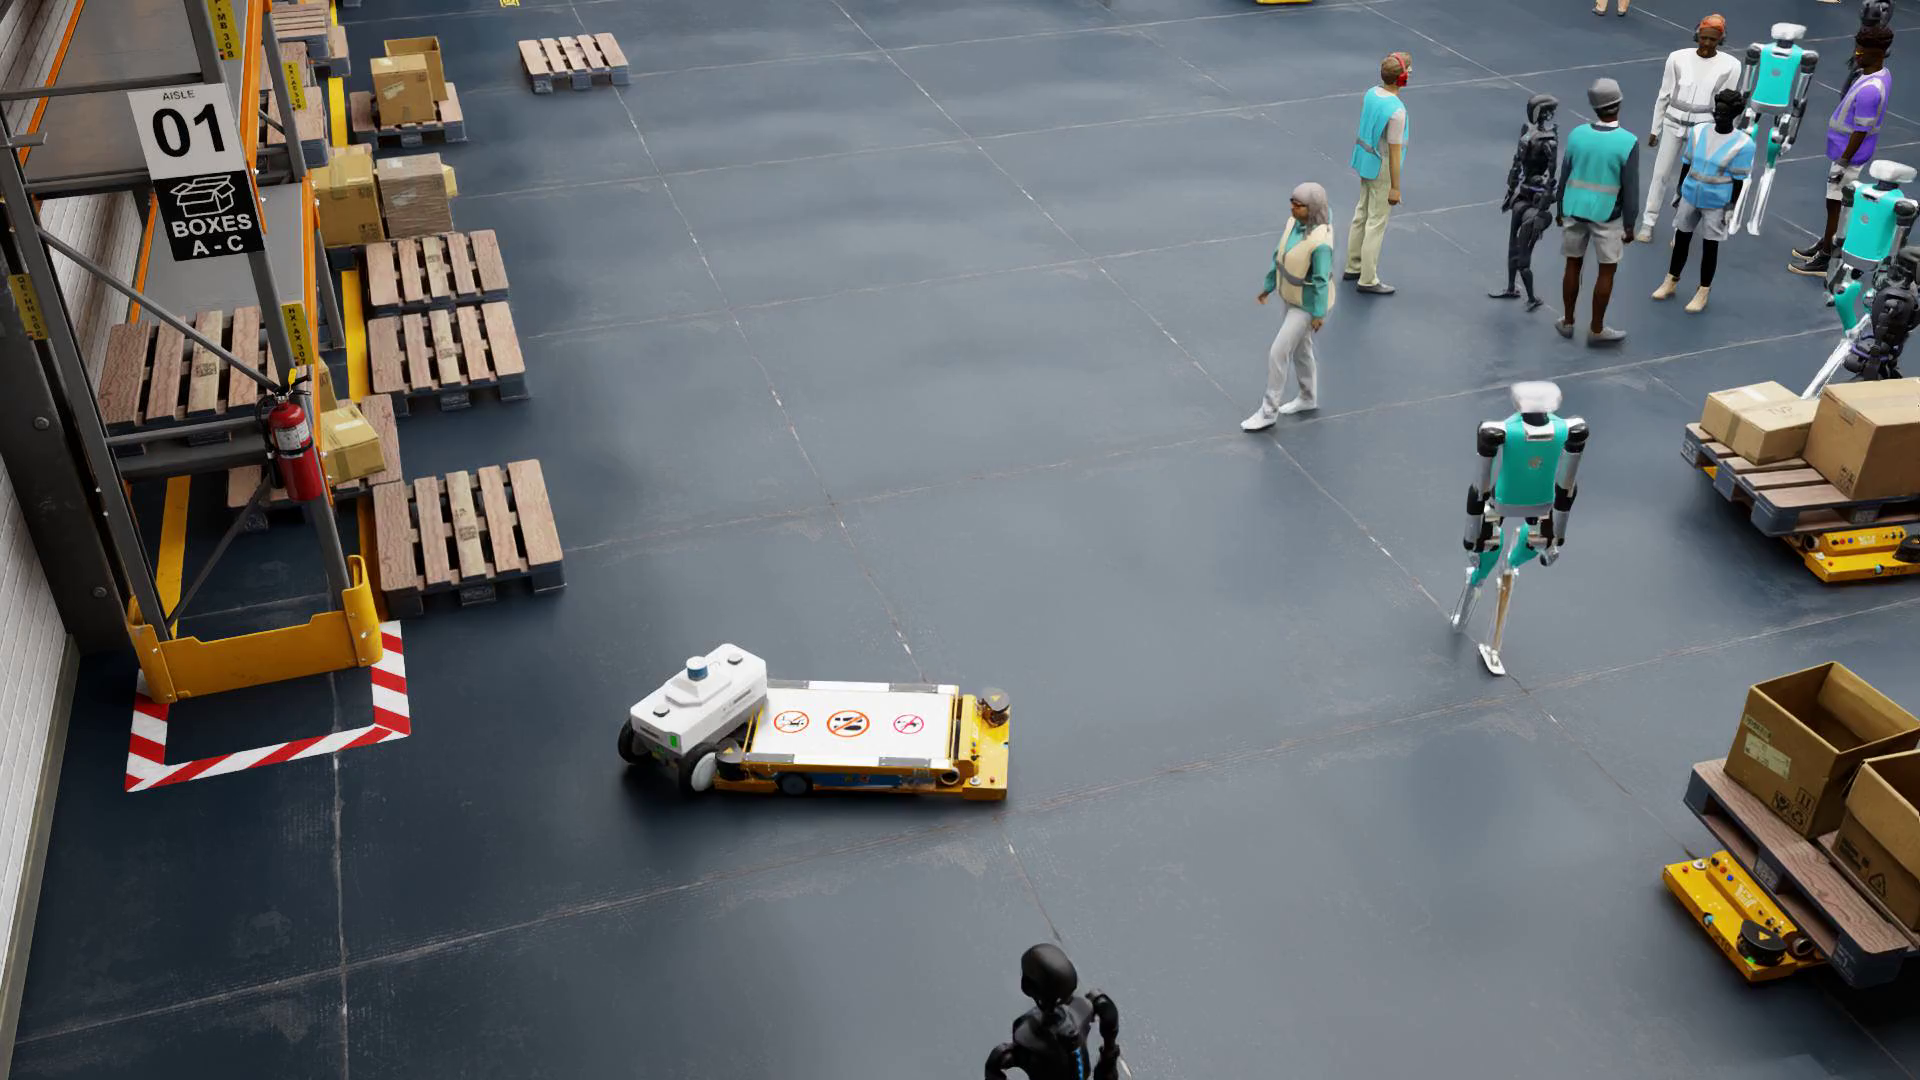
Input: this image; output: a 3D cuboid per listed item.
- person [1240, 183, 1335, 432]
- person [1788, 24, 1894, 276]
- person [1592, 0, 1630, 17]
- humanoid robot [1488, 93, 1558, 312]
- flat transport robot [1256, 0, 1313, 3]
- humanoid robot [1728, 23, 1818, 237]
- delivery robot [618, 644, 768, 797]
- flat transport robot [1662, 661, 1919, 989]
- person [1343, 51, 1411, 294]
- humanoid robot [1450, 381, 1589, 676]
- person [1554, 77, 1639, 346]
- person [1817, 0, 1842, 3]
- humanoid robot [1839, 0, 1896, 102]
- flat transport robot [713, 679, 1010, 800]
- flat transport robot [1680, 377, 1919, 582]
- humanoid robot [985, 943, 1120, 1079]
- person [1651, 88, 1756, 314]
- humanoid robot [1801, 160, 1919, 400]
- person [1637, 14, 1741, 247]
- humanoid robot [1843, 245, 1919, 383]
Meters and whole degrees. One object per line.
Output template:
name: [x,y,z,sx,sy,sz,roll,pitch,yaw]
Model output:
person: [2.140,-1.525,10.901,0.751,1.684,0.486,-7,34,-11]
person: [6.903,-3.019,12.943,0.368,1.959,0.603,18,37,25]
person: [7.627,-6.893,19.142,0.465,1.674,0.377,4,33,7]
humanoid robot: [4.279,-2.530,12.461,0.335,1.663,0.609,-6,34,-9]
flat transport robot: [3.810,-6.838,20.345,0.659,0.231,1.431,-3,33,-5]
humanoid robot: [6.653,-3.409,13.716,0.534,1.774,0.621,20,38,27]
delivery robot: [-1.301,0.875,8.270,0.521,0.611,0.782,22,39,30]
flat transport robot: [3.986,1.564,7.460,1.431,0.231,0.659,-8,34,-12]
person: [3.191,-2.790,12.689,0.380,1.849,0.568,-7,34,-10]
humanoid robot: [2.822,-0.080,8.736,0.560,1.901,0.753,0,33,0]
person: [4.579,-2.332,11.948,0.689,1.897,0.403,24,40,32]
person: [10.435,-7.292,19.657,0.339,1.790,0.752,-1,33,-1]
humanoid robot: [8.467,-4.496,15.476,0.389,1.641,0.610,6,34,9]
flat transport robot: [-0.472,1.001,8.324,1.431,0.231,0.659,2,33,2]
flat transport robot: [5.206,-0.229,10.210,0.659,0.231,1.431,-5,33,-8]
humanoid robot: [0.324,2.021,5.499,0.603,1.653,0.413,-22,39,-29]
person: [5.588,-2.543,12.454,0.317,1.692,0.530,-22,39,-30]
humanoid robot: [6.165,-1.701,11.149,0.881,1.789,0.558,-14,36,-21]
person: [5.886,-3.303,13.453,0.574,1.880,0.353,18,37,25]
humanoid robot: [5.561,-1.015,10.112,0.315,1.657,0.599,27,42,35]
